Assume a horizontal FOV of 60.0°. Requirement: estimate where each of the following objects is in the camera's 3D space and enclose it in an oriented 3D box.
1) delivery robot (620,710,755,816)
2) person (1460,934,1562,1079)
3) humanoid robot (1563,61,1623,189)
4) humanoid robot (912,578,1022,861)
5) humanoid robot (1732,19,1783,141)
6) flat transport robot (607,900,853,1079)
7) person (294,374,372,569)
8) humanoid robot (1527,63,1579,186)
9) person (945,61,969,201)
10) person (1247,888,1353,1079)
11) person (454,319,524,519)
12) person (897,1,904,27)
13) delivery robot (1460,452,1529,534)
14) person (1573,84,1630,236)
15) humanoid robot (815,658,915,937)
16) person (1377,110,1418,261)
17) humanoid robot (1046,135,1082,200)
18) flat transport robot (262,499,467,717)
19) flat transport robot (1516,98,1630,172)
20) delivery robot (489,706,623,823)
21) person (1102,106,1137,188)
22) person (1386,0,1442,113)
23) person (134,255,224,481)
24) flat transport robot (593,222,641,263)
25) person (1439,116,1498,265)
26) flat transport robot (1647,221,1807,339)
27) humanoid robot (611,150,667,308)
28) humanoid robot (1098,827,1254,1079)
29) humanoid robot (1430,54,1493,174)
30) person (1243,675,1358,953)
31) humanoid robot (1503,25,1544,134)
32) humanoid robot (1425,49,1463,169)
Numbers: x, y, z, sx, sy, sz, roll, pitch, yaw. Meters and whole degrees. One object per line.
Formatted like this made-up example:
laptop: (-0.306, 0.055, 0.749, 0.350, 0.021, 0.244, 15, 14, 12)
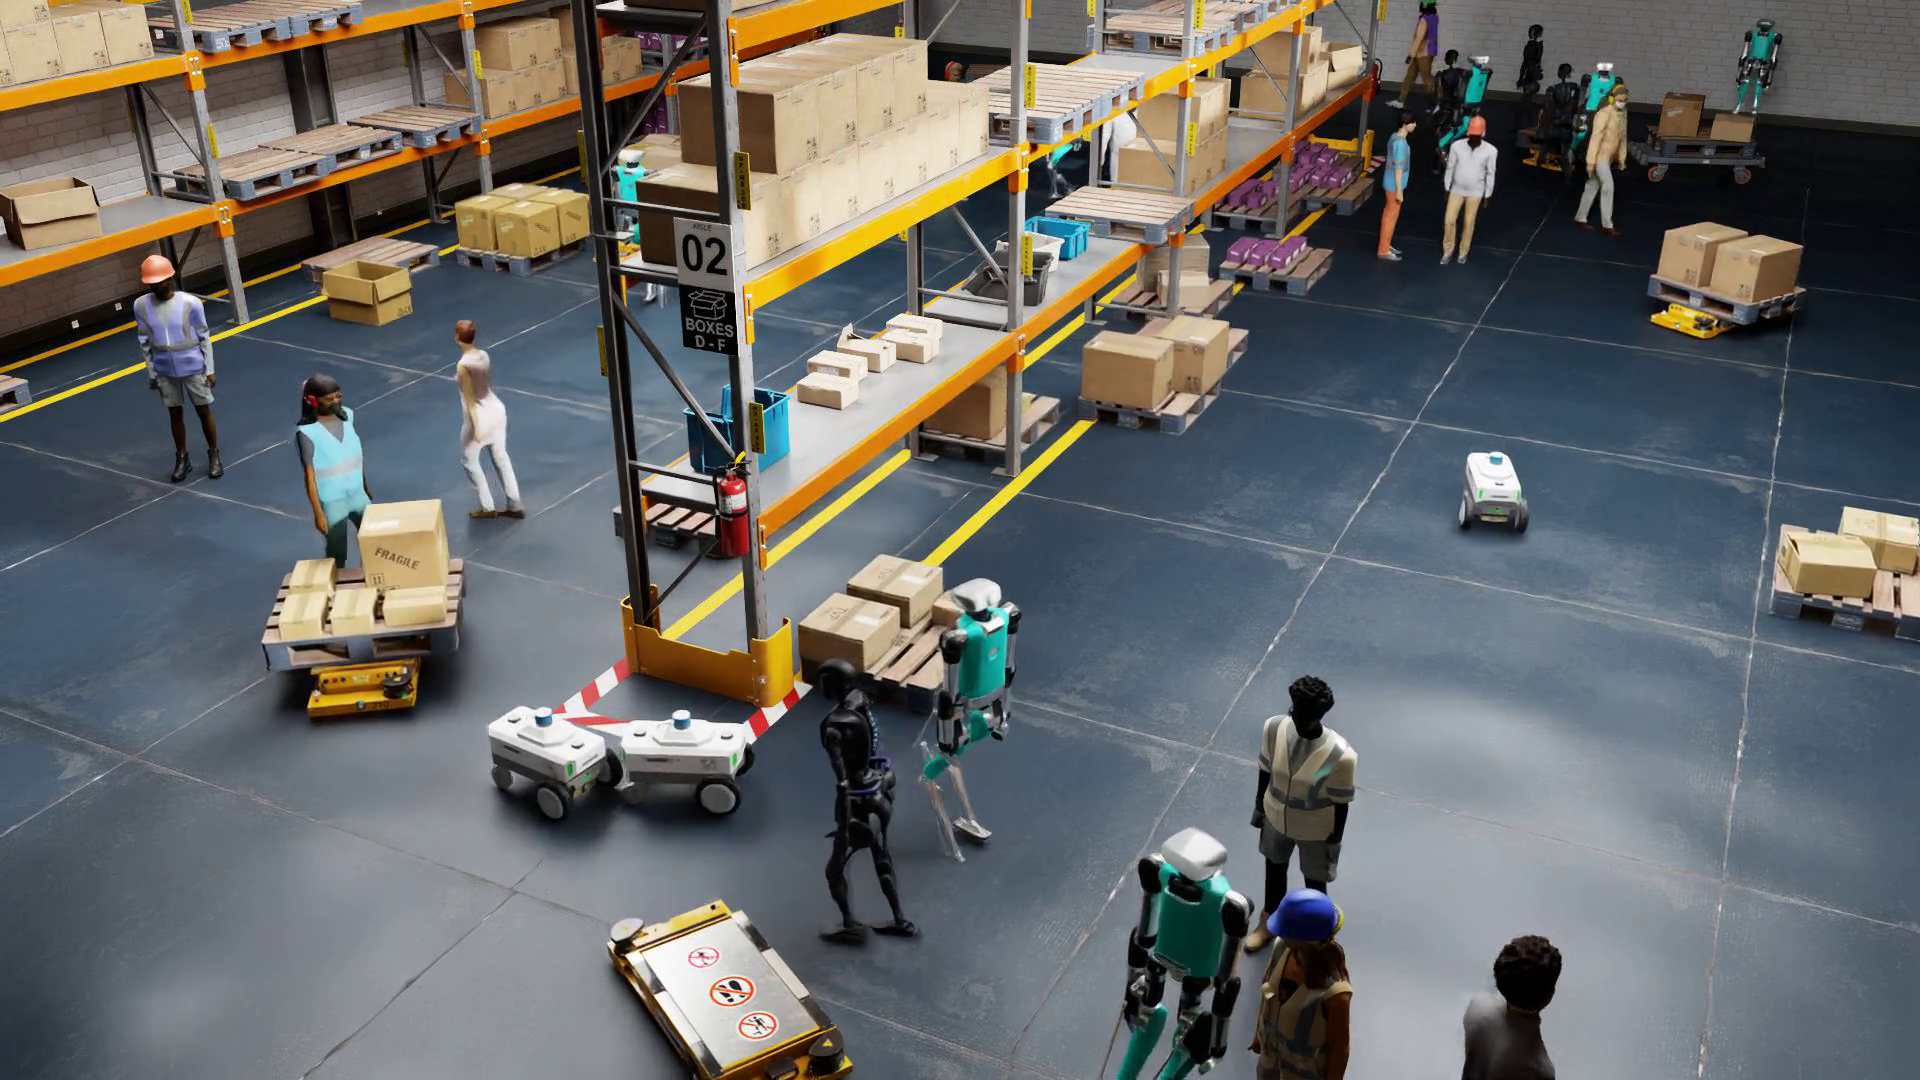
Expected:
delivery robot: (-1.616, 1.284, 9.853, 0.782, 0.587, 0.499, 1, 26, 3)
person: (2.038, 2.309, 6.342, 0.954, 1.853, 0.511, -12, 29, -22)
humanoid robot: (8.492, -5.593, 22.444, 0.549, 1.787, 0.740, 4, 27, 7)
humanoid robot: (-0.050, 0.981, 9.178, 0.543, 1.828, 0.718, -23, 35, -39)
humanoid robot: (11.911, -6.881, 25.067, 0.530, 1.803, 0.797, 18, 32, 33)
flat transport robot: (-1.164, 2.265, 8.202, 0.659, 0.231, 1.431, -16, 30, -29)
person: (-4.259, -0.268, 11.533, 0.555, 1.847, 0.556, 14, 30, 27)
humanoid robot: (8.169, -5.668, 22.694, 0.603, 1.629, 0.782, -8, 28, -16)
person: (-0.126, -5.327, 21.769, 0.391, 1.840, 0.564, 18, 31, 32)
person: (1.353, 2.138, 6.759, 0.317, 1.774, 0.478, -14, 29, -25)
person: (-3.738, -0.930, 13.112, 0.517, 1.625, 0.456, 11, 28, 20)
person: (-0.936, -9.487, 30.184, 0.363, 1.828, 0.517, 20, 33, 35)
delivery robot: (4.249, -0.403, 13.273, 0.499, 0.597, 0.790, 4, 27, 7)
person: (8.004, -4.666, 20.424, 0.554, 1.835, 0.832, -22, 34, -37)
humanoid robot: (-0.501, 1.337, 8.509, 0.572, 1.626, 0.609, 6, 27, 12)
person: (5.124, -4.157, 19.498, 0.338, 1.759, 0.492, 4, 27, 8)
humanoid robot: (1.299, -5.268, 21.731, 0.553, 1.724, 0.961, 24, 35, 39)
flat transport robot: (-3.990, 0.731, 11.301, 0.659, 0.231, 1.431, -5, 27, -10)
flat transport robot: (8.836, -5.548, 23.985, 1.431, 0.231, 0.659, -19, 32, -33)
delivery robot: (-2.422, 1.290, 9.872, 0.803, 0.614, 0.499, 16, 30, 28)
person: (2.010, -4.567, 20.213, 0.708, 1.877, 0.668, 3, 27, 6)
person: (7.499, -7.882, 26.885, 1.005, 1.881, 0.535, 12, 29, 23)
person: (-6.458, -1.419, 13.766, 0.544, 1.939, 0.370, -4, 27, -8)
flat transport robot: (-3.895, -3.604, 20.058, 0.659, 0.231, 1.431, 3, 26, 6)
person: (5.861, -4.028, 19.254, 0.576, 1.731, 0.624, 11, 29, 22)
flat transport robot: (8.093, -2.429, 17.685, 1.431, 0.231, 0.659, -16, 30, -28)
humanoid robot: (-3.354, -3.340, 17.950, 0.535, 1.847, 0.743, 8, 28, 16)
humanoid robot: (0.784, 2.099, 6.911, 0.534, 1.807, 0.755, 22, 34, 37)
humanoid robot: (6.775, -5.804, 22.922, 0.558, 1.837, 0.883, -17, 31, -30)
person: (1.697, 1.411, 8.326, 0.535, 1.691, 0.319, 22, 34, 37)
humanoid robot: (8.680, -7.034, 25.414, 0.603, 1.640, 0.600, -2, 26, -4)
humanoid robot: (6.861, -6.069, 23.466, 0.593, 1.649, 0.321, -12, 29, -23)
